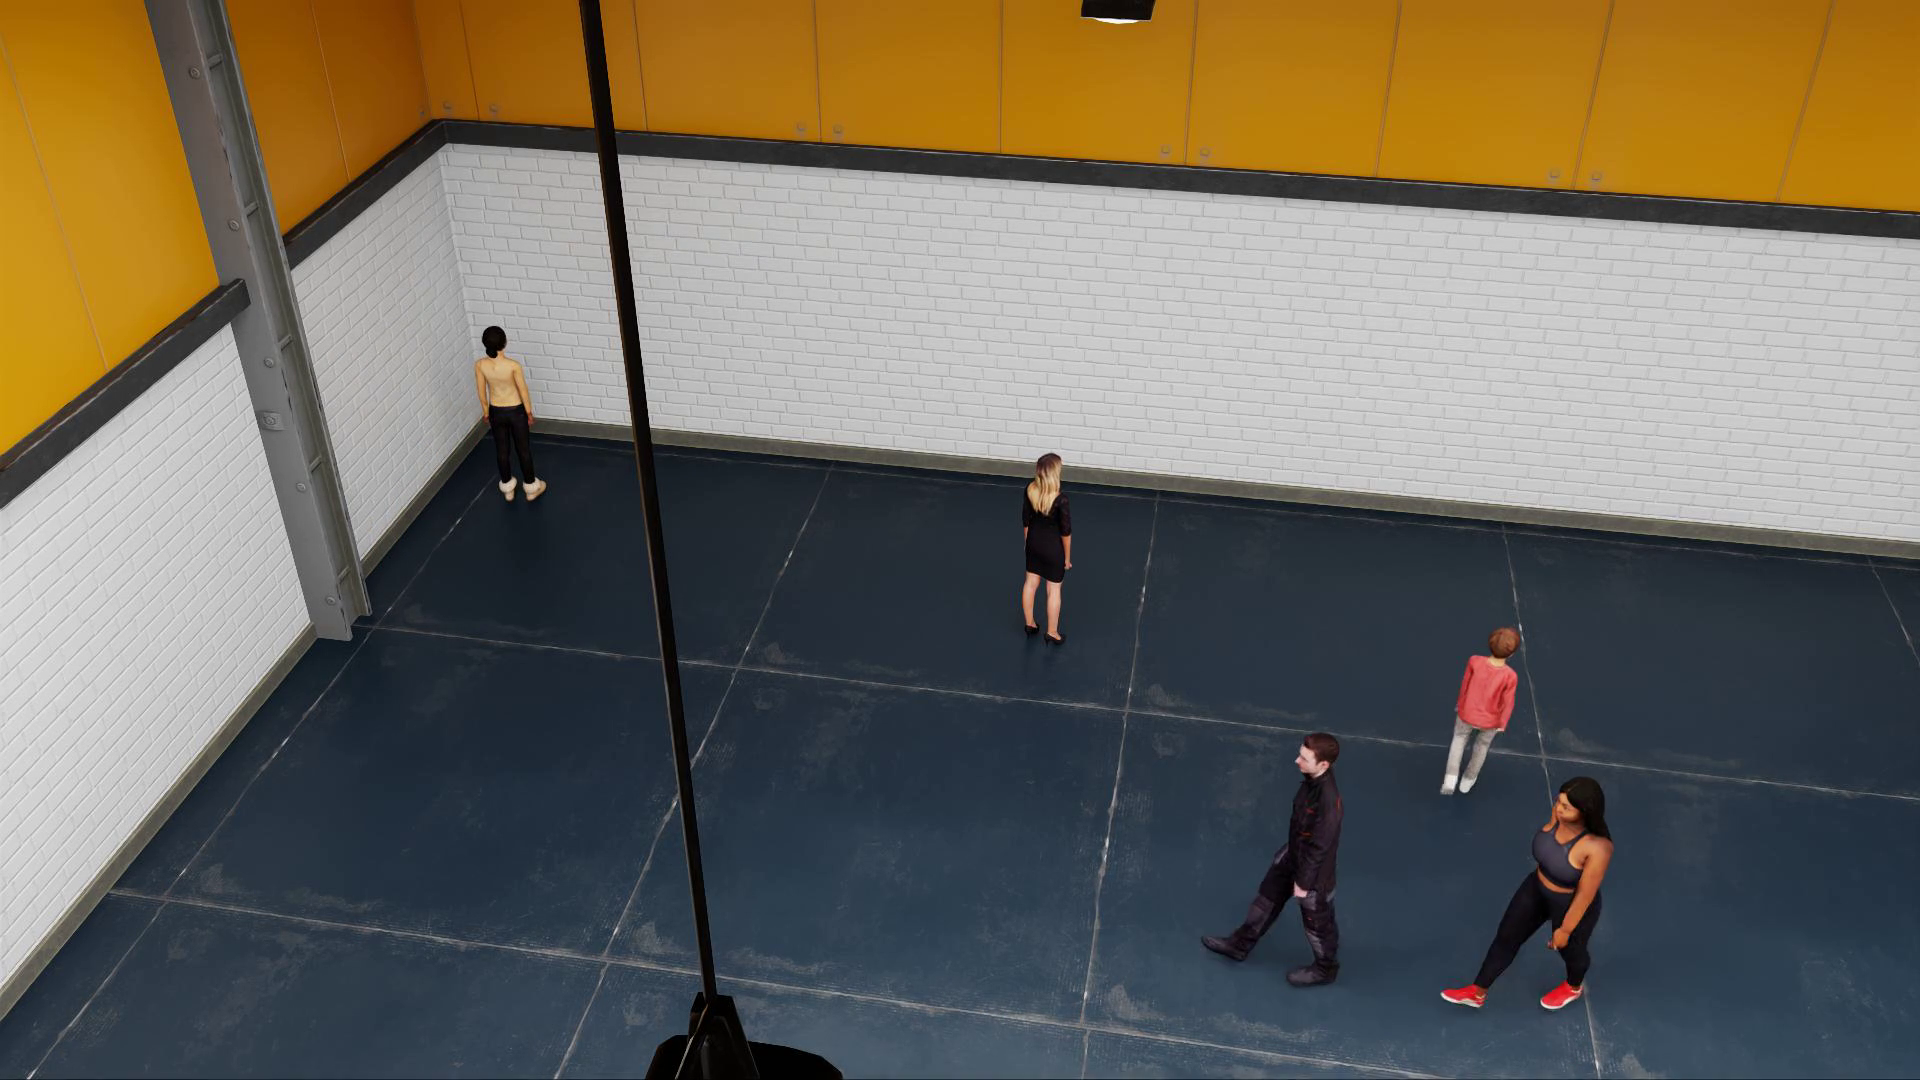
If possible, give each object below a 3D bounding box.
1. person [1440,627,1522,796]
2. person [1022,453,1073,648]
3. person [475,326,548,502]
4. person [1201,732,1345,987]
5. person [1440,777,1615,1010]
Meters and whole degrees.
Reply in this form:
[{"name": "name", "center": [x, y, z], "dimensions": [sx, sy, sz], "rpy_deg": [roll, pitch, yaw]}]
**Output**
[{"name": "person", "center": [3.495, 1.203, 11.231], "dimensions": [0.666, 1.401, 0.781], "rpy_deg": [19, 38, 26]}, {"name": "person", "center": [0.650, 0.073, 12.684], "dimensions": [0.622, 1.675, 0.616], "rpy_deg": [23, 40, 30]}, {"name": "person", "center": [-3.942, -1.105, 14.471], "dimensions": [0.623, 1.659, 0.569], "rpy_deg": [2, 34, 2]}, {"name": "person", "center": [2.114, 1.891, 9.760], "dimensions": [0.929, 1.883, 1.061], "rpy_deg": [-2, 34, -3]}, {"name": "person", "center": [3.546, 2.067, 9.595], "dimensions": [1.096, 1.772, 1.190], "rpy_deg": [-11, 35, -16]}]
